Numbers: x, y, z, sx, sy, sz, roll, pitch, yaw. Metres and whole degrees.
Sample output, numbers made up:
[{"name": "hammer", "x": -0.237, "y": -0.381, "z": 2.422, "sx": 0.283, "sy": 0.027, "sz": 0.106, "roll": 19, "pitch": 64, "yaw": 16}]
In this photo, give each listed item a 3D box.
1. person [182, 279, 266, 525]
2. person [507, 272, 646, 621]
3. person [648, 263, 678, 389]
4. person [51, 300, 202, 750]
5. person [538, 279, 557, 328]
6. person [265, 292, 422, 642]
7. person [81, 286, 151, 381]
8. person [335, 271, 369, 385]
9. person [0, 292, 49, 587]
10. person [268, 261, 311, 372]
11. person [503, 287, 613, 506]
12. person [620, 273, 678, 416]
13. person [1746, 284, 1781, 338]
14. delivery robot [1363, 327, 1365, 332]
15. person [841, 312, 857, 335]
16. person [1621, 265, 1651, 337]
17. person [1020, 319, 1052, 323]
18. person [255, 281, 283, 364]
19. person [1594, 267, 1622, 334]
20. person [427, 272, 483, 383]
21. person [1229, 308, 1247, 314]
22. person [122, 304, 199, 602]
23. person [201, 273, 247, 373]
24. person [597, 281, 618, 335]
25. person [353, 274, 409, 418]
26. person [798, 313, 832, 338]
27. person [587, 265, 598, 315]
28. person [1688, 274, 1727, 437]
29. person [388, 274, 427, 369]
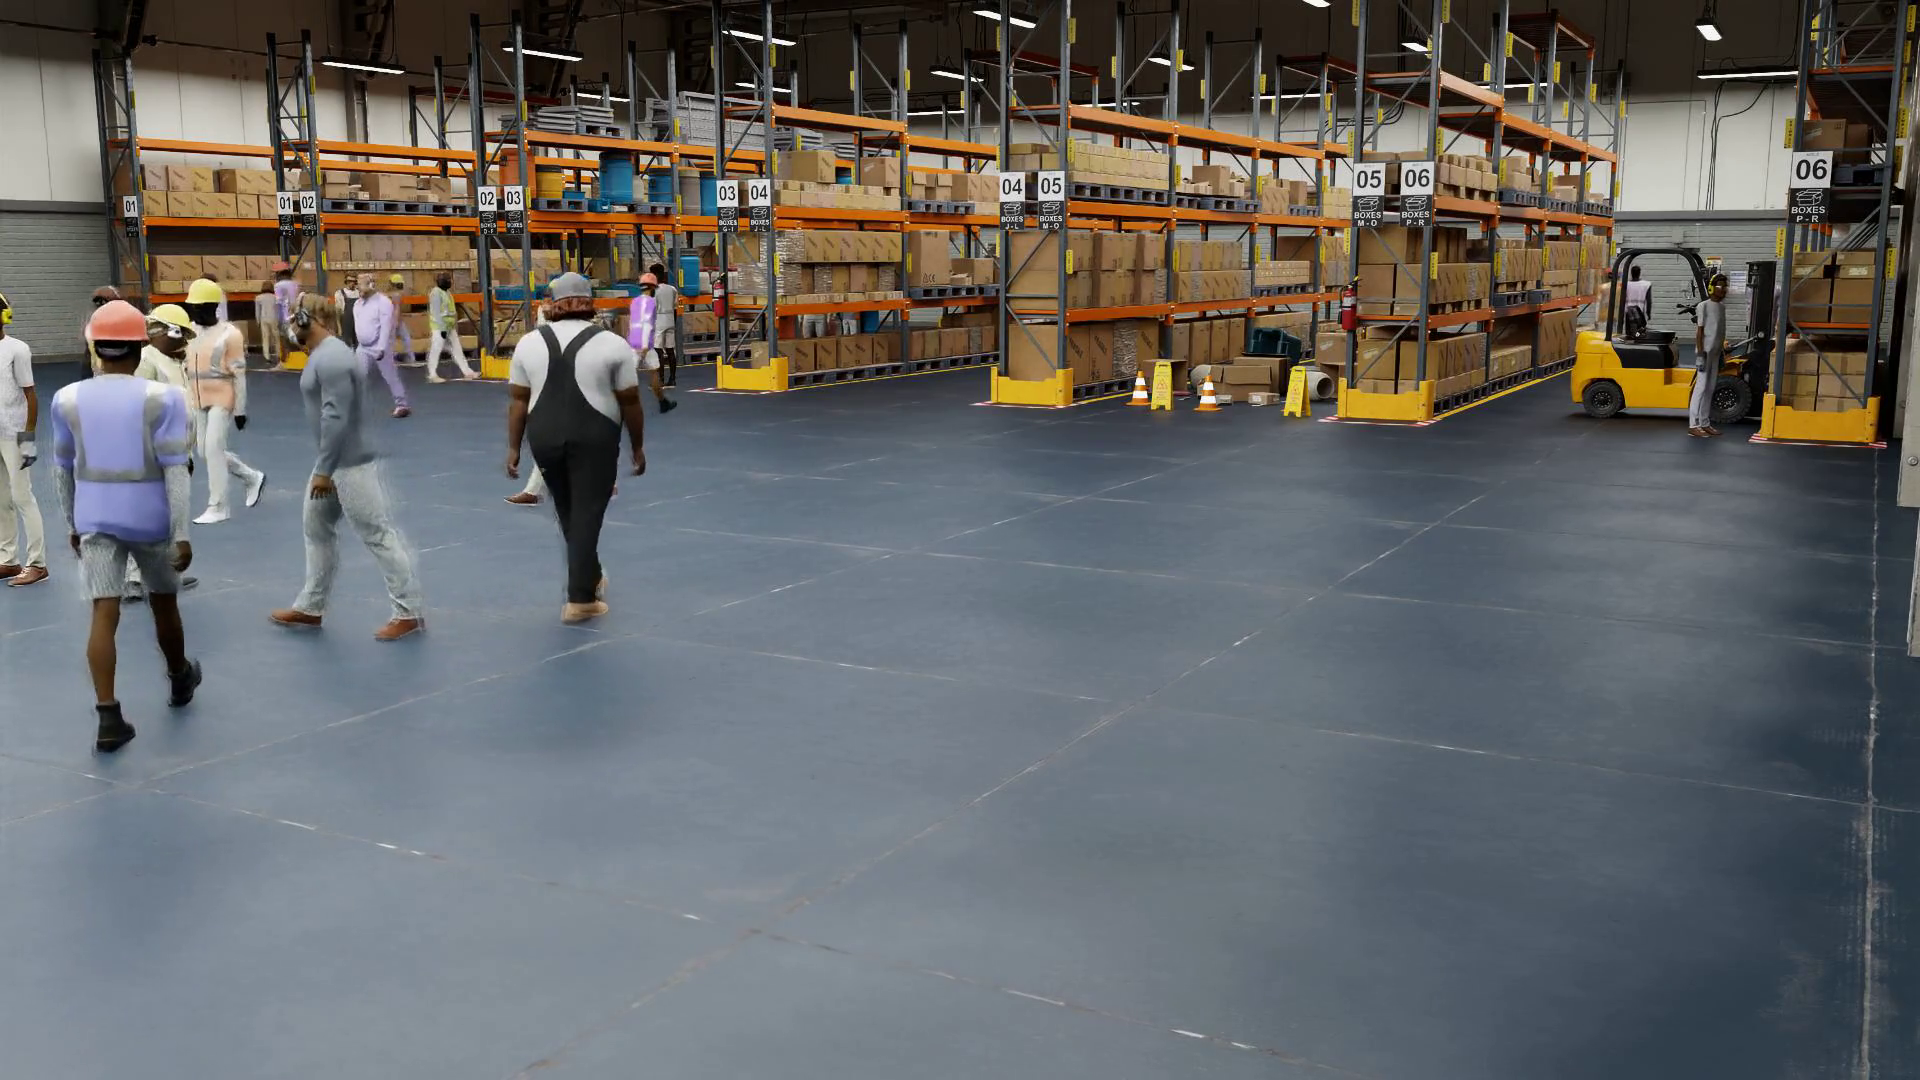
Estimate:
[{"name": "person", "x": -5.813, "y": -1.101, "z": 13.097, "sx": 0.600, "sy": 1.903, "sz": 0.730, "roll": 5, "pitch": 11, "yaw": 27}, {"name": "person", "x": -2.206, "y": -0.592, "z": 9.705, "sx": 0.727, "sy": 2.000, "sz": 0.973, "roll": 1, "pitch": 10, "yaw": 8}, {"name": "person", "x": -4.668, "y": -3.331, "z": 25.978, "sx": 0.377, "sy": 1.959, "sz": 0.603, "roll": 7, "pitch": 12, "yaw": 36}, {"name": "person", "x": -3.632, "y": -0.096, "z": 7.274, "sx": 0.563, "sy": 1.878, "sz": 1.032, "roll": -2, "pitch": 10, "yaw": -12}, {"name": "person", "x": -5.319, "y": -2.562, "z": 22.043, "sx": 0.532, "sy": 1.767, "sz": 0.328, "roll": -5, "pitch": 11, "yaw": -28}, {"name": "person", "x": -3.368, "y": -0.388, "z": 9.005, "sx": 0.786, "sy": 1.885, "sz": 0.655, "roll": -5, "pitch": 11, "yaw": -29}, {"name": "person", "x": -7.209, "y": -1.240, "z": 14.146, "sx": 0.650, "sy": 1.815, "sz": 0.790, "roll": 3, "pitch": 10, "yaw": 15}, {"name": "person", "x": -9.722, "y": -3.381, "z": 26.630, "sx": 0.350, "sy": 1.837, "sz": 0.506, "roll": 9, "pitch": 13, "yaw": 44}, {"name": "person", "x": -6.045, "y": -0.642, "z": 10.492, "sx": 0.532, "sy": 1.873, "sz": 0.321, "roll": 4, "pitch": 10, "yaw": 22}, {"name": "person", "x": -11.839, "y": -3.952, "z": 29.535, "sx": 1.006, "sy": 2.006, "sz": 0.615, "roll": 1, "pitch": 10, "yaw": 5}, {"name": "person", "x": -3.327, "y": -1.187, "z": 13.842, "sx": 0.968, "sy": 1.818, "sz": 0.545, "roll": -8, "pitch": 13, "yaw": -39}, {"name": "person", "x": -4.140, "y": -2.549, "z": 21.723, "sx": 0.548, "sy": 1.845, "sz": 1.069, "roll": 8, "pitch": 13, "yaw": 39}, {"name": "person", "x": 13.924, "y": -3.789, "z": 28.805, "sx": 0.580, "sy": 1.918, "sz": 0.405, "roll": 5, "pitch": 11, "yaw": 26}, {"name": "delivery robot", "x": 9.172, "y": -4.652, "z": 37.545, "sx": 0.707, "sy": 0.478, "sz": 0.477, "roll": -2, "pitch": 10, "yaw": -11}, {"name": "person", "x": -2.123, "y": -4.263, "z": 32.386, "sx": 0.497, "sy": 1.633, "sz": 0.285, "roll": 8, "pitch": 12, "yaw": 38}, {"name": "person", "x": 13.691, "y": -4.623, "z": 33.754, "sx": 0.598, "sy": 1.893, "sz": 0.817, "roll": 5, "pitch": 11, "yaw": 26}, {"name": "person", "x": 1.216, "y": -3.543, "z": 27.016, "sx": 0.606, "sy": 2.035, "sz": 0.403, "roll": 5, "pitch": 11, "yaw": 29}, {"name": "person", "x": -13.361, "y": -4.217, "z": 32.225, "sx": 0.522, "sy": 1.581, "sz": 0.843, "roll": -1, "pitch": 10, "yaw": -8}, {"name": "person", "x": 11.597, "y": -3.954, "z": 29.846, "sx": 0.693, "sy": 1.886, "sz": 0.483, "roll": -2, "pitch": 10, "yaw": -9}, {"name": "person", "x": -8.316, "y": -3.457, "z": 27.165, "sx": 0.937, "sy": 1.801, "sz": 0.657, "roll": 1, "pitch": 10, "yaw": 5}, {"name": "person", "x": 6.194, "y": -5.078, "z": 36.839, "sx": 0.488, "sy": 1.744, "sz": 0.296, "roll": 7, "pitch": 12, "yaw": 35}, {"name": "person", "x": -4.901, "y": -0.536, "z": 10.144, "sx": 0.441, "sy": 1.781, "sz": 0.729, "roll": 0, "pitch": 10, "yaw": -2}, {"name": "person", "x": -12.292, "y": -3.517, "z": 27.531, "sx": 0.910, "sy": 1.809, "sz": 0.635, "roll": -9, "pitch": 13, "yaw": -43}, {"name": "person", "x": -6.866, "y": -4.203, "z": 32.153, "sx": 0.539, "sy": 1.593, "sz": 0.871, "roll": 5, "pitch": 11, "yaw": 28}, {"name": "person", "x": -7.430, "y": -2.435, "z": 21.059, "sx": 0.644, "sy": 1.856, "sz": 1.014, "roll": 4, "pitch": 10, "yaw": 22}, {"name": "person", "x": -2.566, "y": -3.904, "z": 29.433, "sx": 0.629, "sy": 1.931, "sz": 0.374, "roll": 0, "pitch": 10, "yaw": -1}, {"name": "person", "x": -8.633, "y": -5.529, "z": 39.128, "sx": 0.579, "sy": 1.867, "sz": 0.511, "roll": 4, "pitch": 11, "yaw": 23}, {"name": "person", "x": 8.668, "y": -2.125, "z": 19.179, "sx": 0.520, "sy": 1.873, "sz": 0.328, "roll": -7, "pitch": 12, "yaw": -36}, {"name": "person", "x": -10.262, "y": -4.002, "z": 30.576, "sx": 0.838, "sy": 1.733, "sz": 0.531, "roll": -9, "pitch": 13, "yaw": -43}]
